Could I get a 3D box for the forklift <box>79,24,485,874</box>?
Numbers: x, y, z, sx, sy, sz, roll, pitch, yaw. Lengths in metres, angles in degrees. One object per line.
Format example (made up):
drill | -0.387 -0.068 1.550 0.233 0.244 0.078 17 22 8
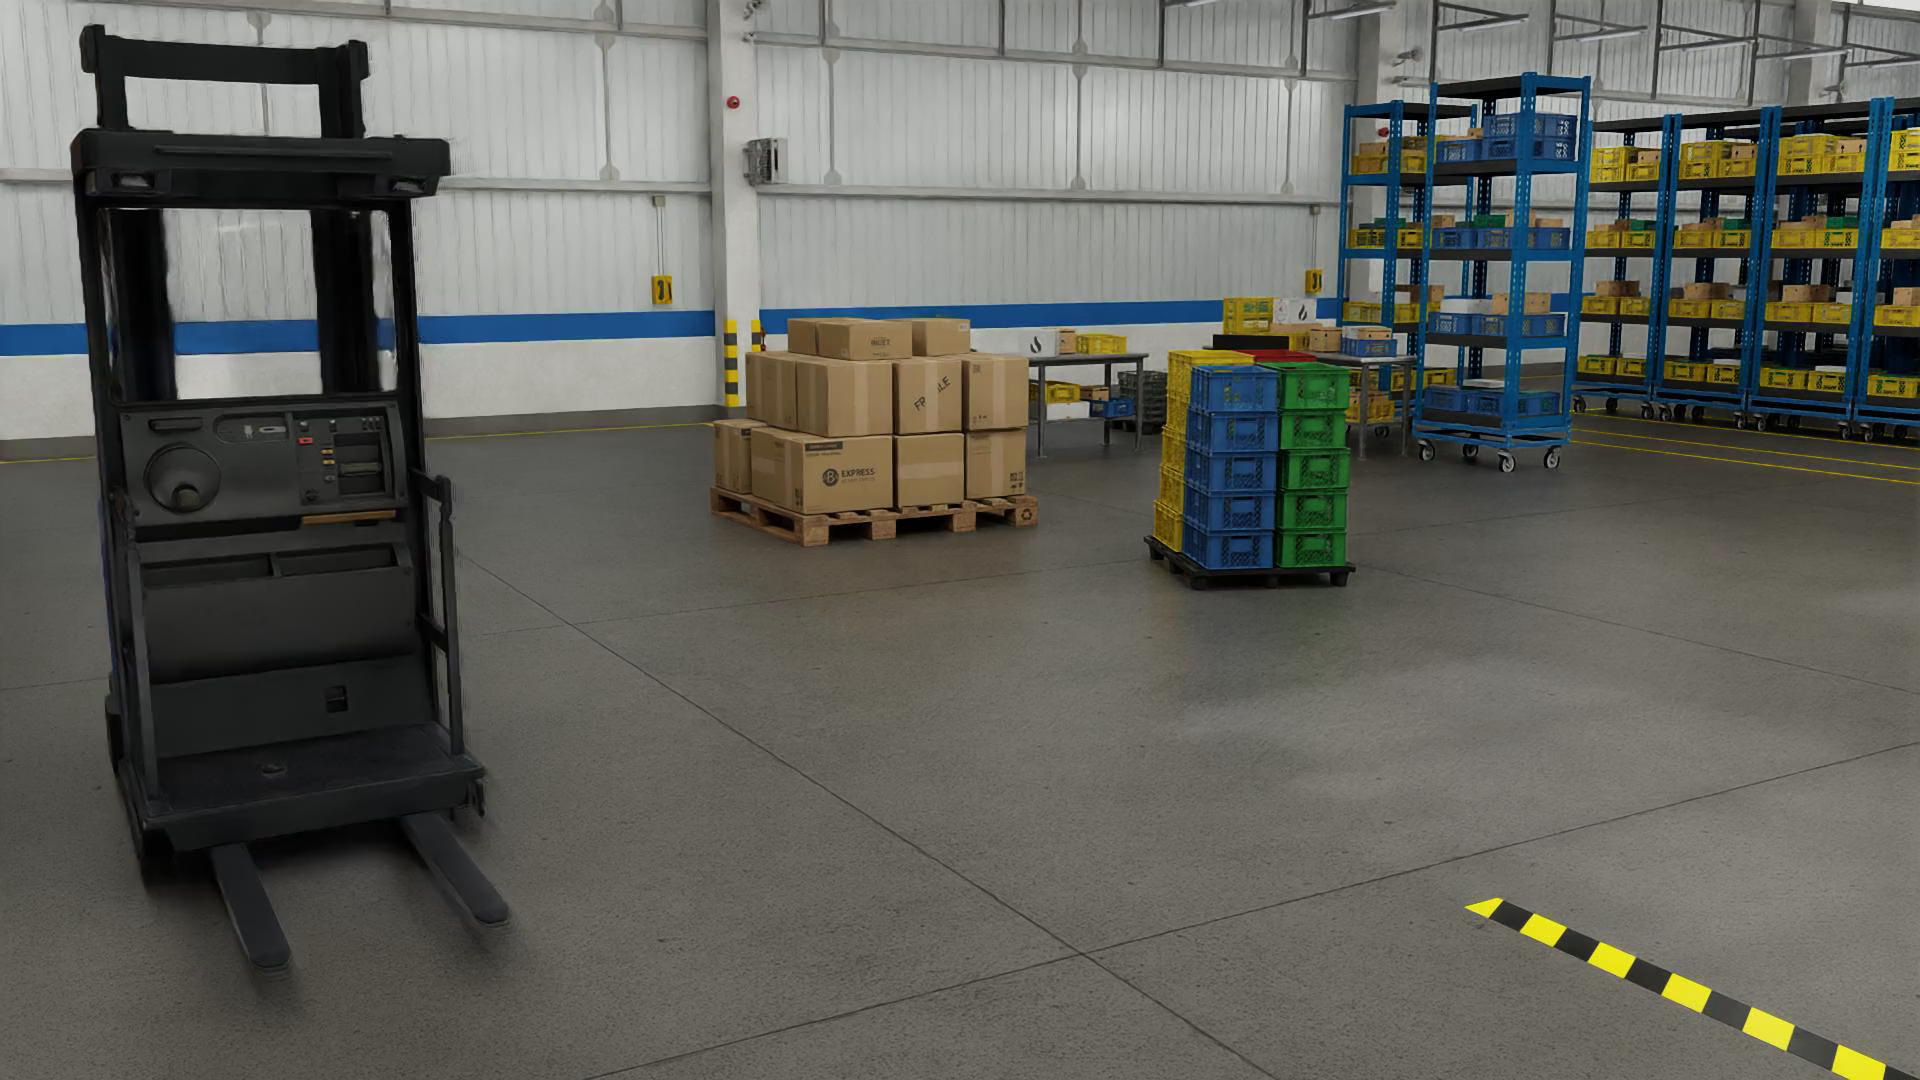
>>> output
forklift | -2.654 -0.454 6.244 1.129 2.768 1.873 -6 12 -30
